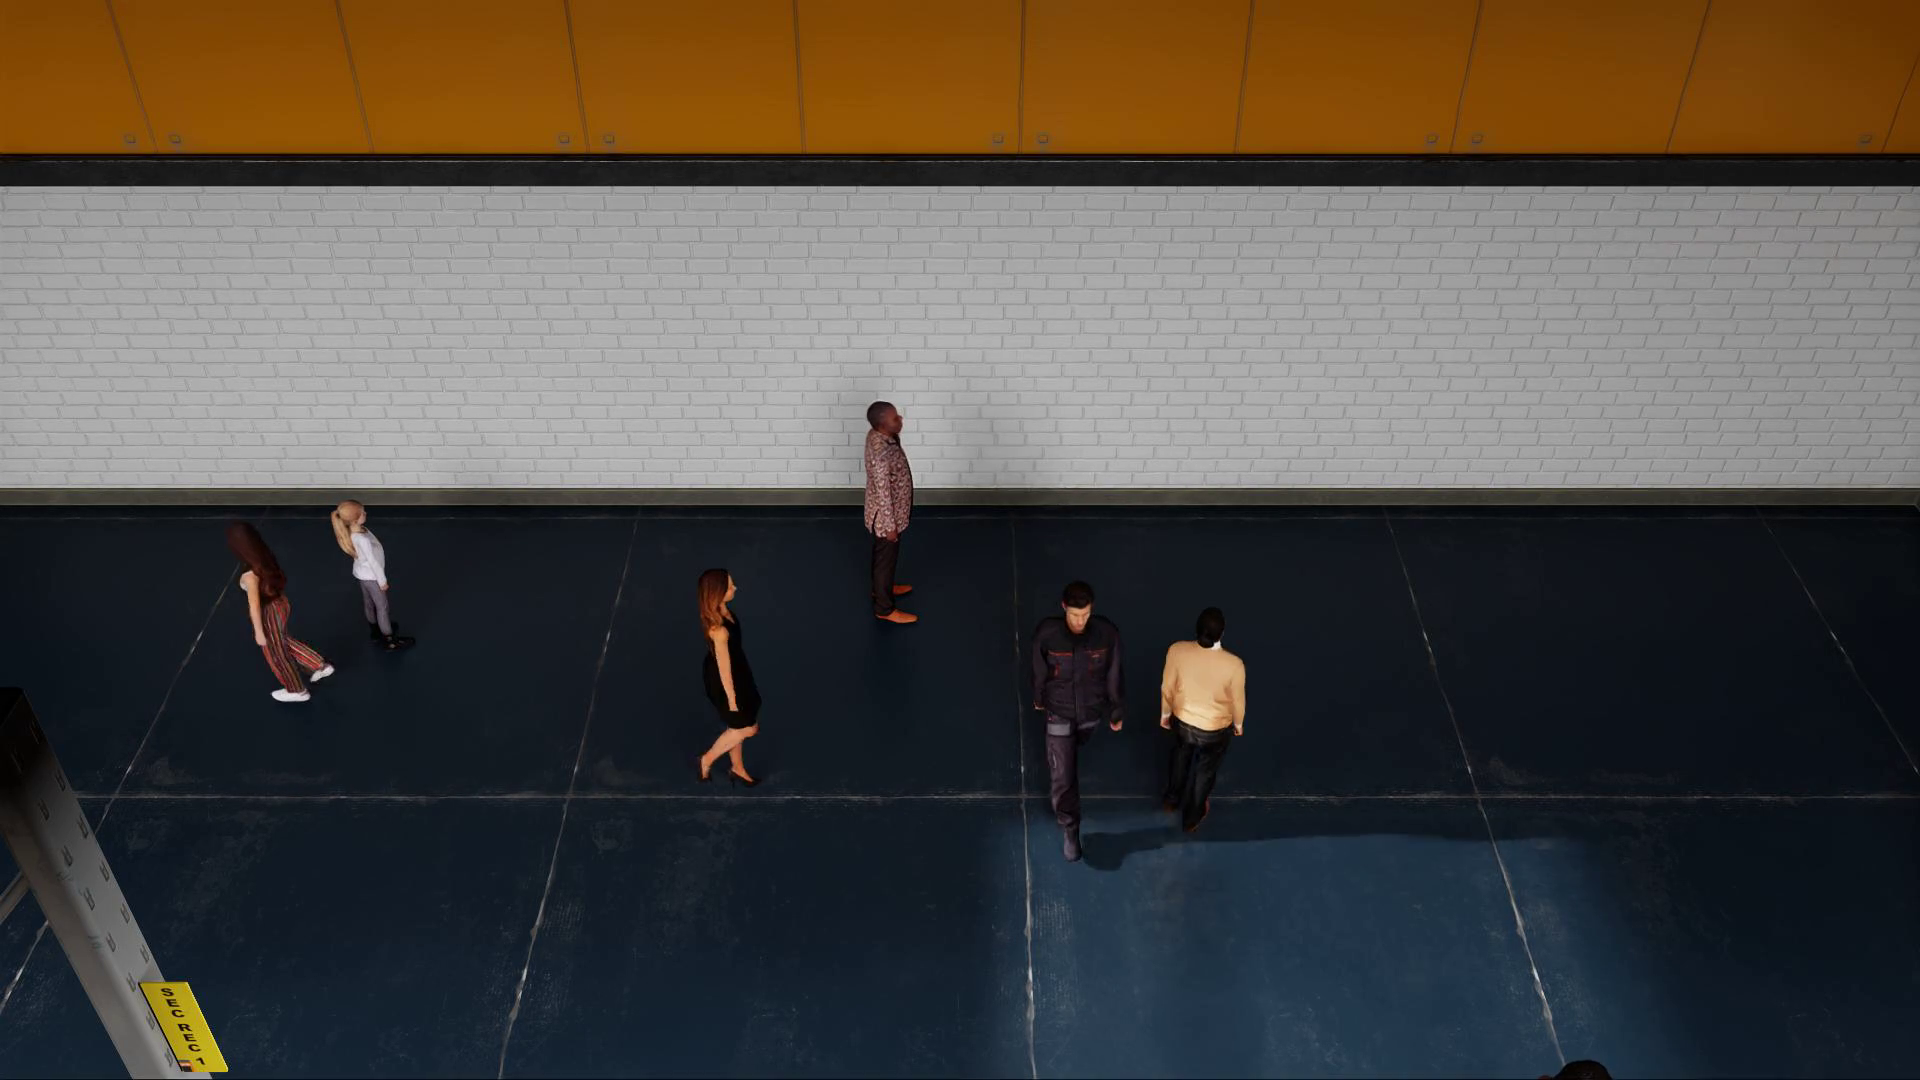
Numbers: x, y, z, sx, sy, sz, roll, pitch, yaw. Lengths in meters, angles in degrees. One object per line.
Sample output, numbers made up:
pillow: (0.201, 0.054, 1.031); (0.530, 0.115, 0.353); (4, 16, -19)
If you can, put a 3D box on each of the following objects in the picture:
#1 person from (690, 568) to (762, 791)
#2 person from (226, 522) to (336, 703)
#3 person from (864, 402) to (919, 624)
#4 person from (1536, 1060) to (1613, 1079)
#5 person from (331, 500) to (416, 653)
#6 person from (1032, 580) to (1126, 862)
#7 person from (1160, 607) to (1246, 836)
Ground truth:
person: (-1.542, 0.931, 10.453); (0.749, 1.828, 0.734); (-8, 39, -10)
person: (-4.566, 0.498, 11.214); (0.622, 1.555, 0.620); (-2, 39, -2)
person: (-0.539, -0.221, 11.913); (0.748, 1.806, 0.540); (-3, 39, -4)
person: (2.730, 3.034, 7.836); (0.740, 1.808, 0.599); (-7, 39, -9)
person: (-4.182, 0.240, 11.759); (0.640, 1.279, 0.579); (-31, 48, -33)
person: (0.708, 0.947, 10.383); (0.849, 1.891, 1.336); (-5, 39, -6)
person: (1.449, 1.169, 10.226); (0.774, 1.740, 0.791); (20, 43, 23)
